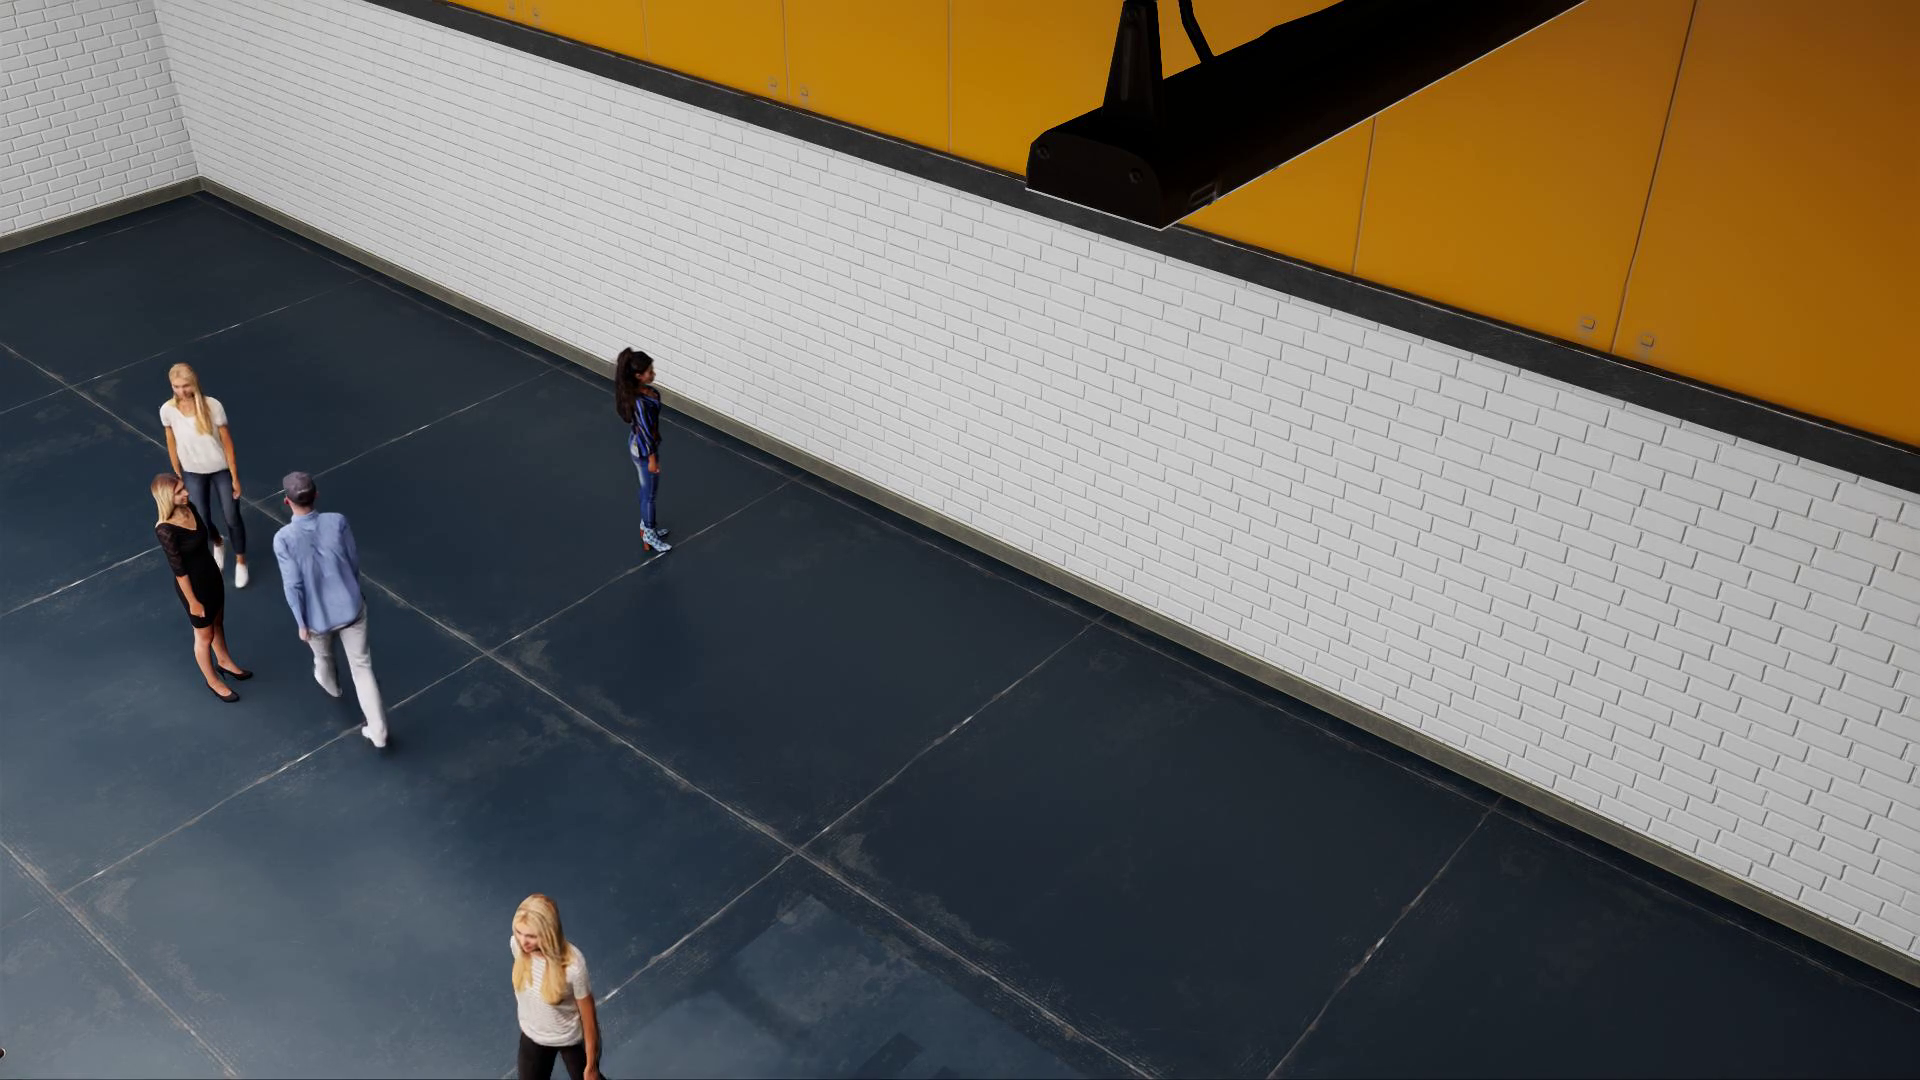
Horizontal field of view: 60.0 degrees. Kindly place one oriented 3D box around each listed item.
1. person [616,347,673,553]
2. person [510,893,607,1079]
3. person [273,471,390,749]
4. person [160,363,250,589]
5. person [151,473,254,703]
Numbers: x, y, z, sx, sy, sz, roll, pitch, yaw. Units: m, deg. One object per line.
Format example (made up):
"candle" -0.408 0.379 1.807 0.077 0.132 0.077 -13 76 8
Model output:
"person" -2.299 -0.665 12.191 0.741 1.621 0.705 -7 34 -10
"person" -1.787 2.215 7.688 0.755 1.809 0.791 12 35 18
"person" -3.845 0.485 10.271 1.203 1.831 0.906 -23 40 -30
"person" -5.309 -0.504 11.791 0.799 1.795 0.855 -7 34 -10
"person" -4.899 0.291 10.702 0.667 1.677 0.586 0 34 0
